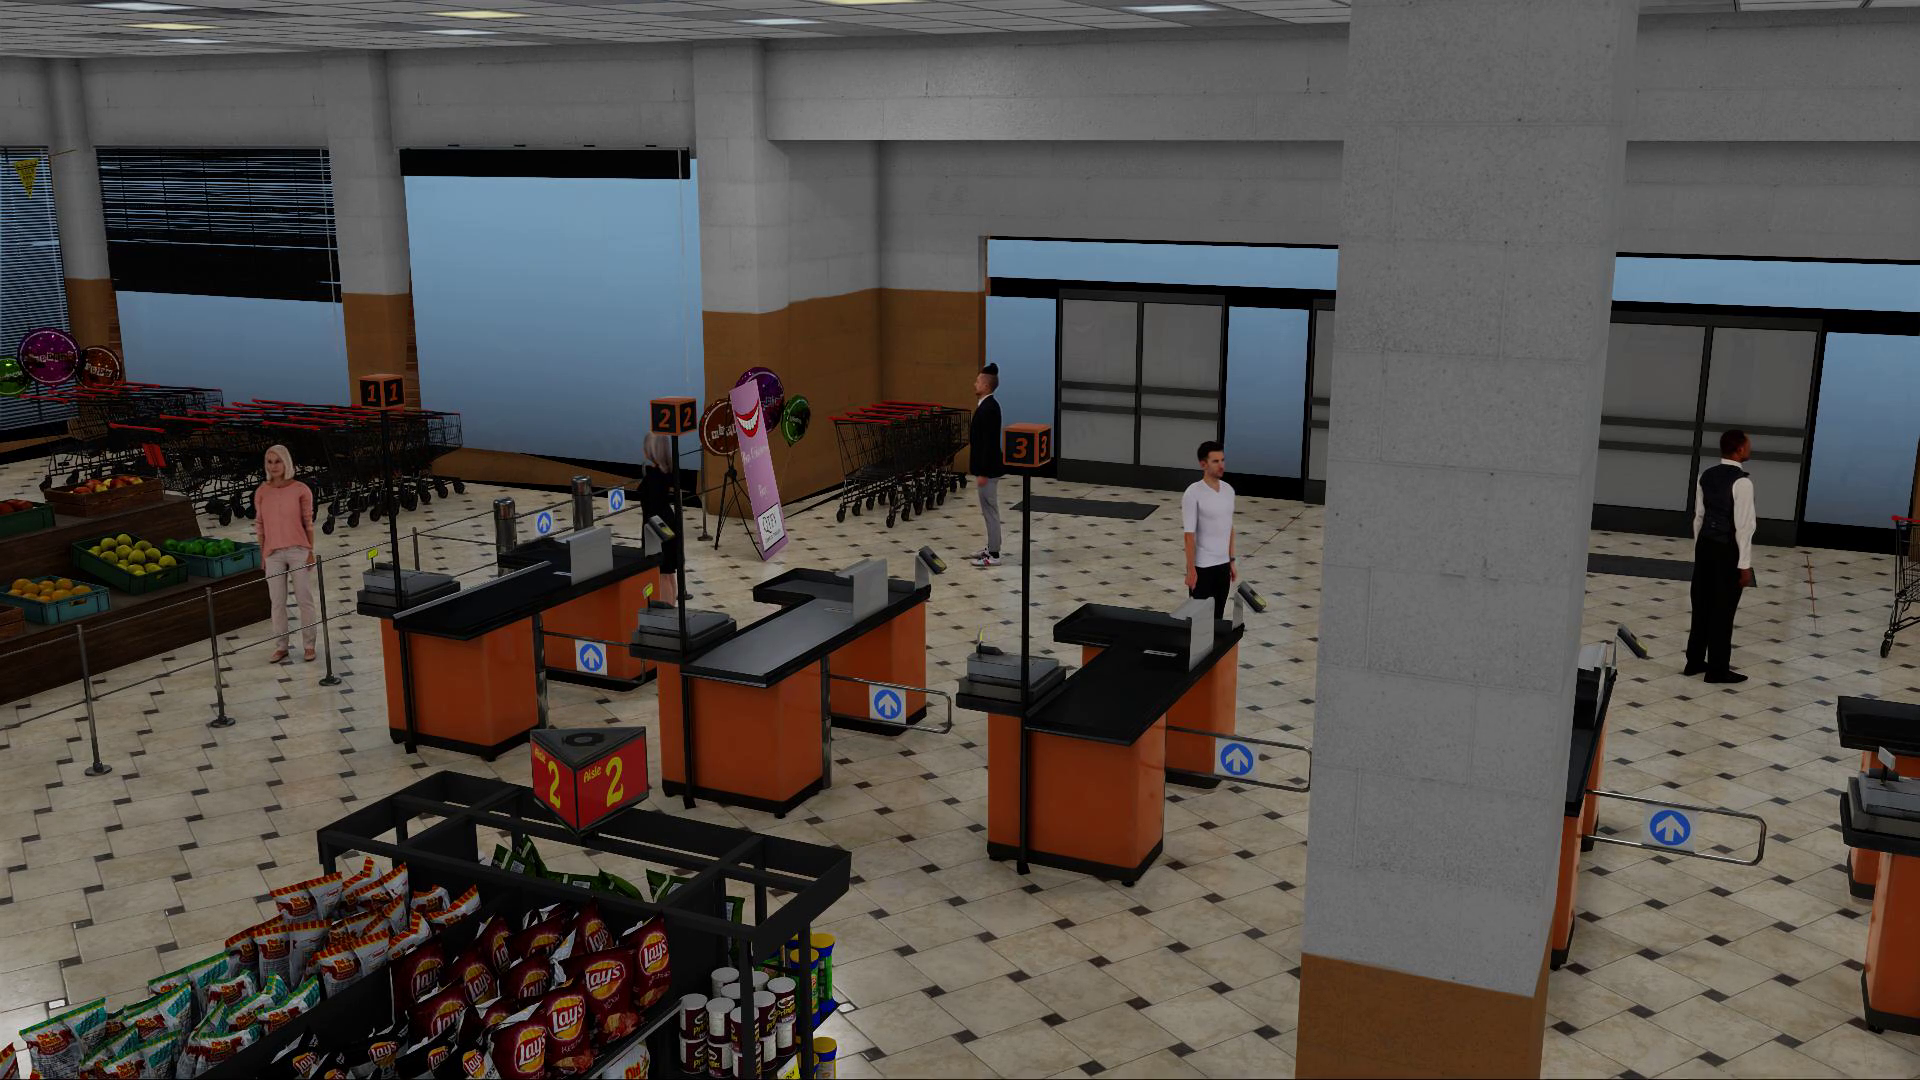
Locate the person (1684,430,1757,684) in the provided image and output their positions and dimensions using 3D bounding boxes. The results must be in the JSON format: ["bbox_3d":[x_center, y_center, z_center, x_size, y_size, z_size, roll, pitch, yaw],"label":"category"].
[{"bbox_3d":[5.746,0.114,12.562,0.831,1.918,0.762,-4,14,-18],"label":"person"}]

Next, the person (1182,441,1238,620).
[{"bbox_3d":[1.860,0.171,12.468,0.674,1.852,0.809,-10,17,-37],"label":"person"}]

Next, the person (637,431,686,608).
[{"bbox_3d":[-2.442,-0.035,13.537,0.737,1.747,0.621,1,14,4],"label":"person"}]

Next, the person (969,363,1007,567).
[{"bbox_3d":[0.269,-0.731,15.976,0.851,1.949,0.682,0,14,2],"label":"person"}]

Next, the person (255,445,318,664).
[{"bbox_3d":[-5.271,0.096,13.045,0.677,1.725,0.691,-2,14,-7],"label":"person"}]
